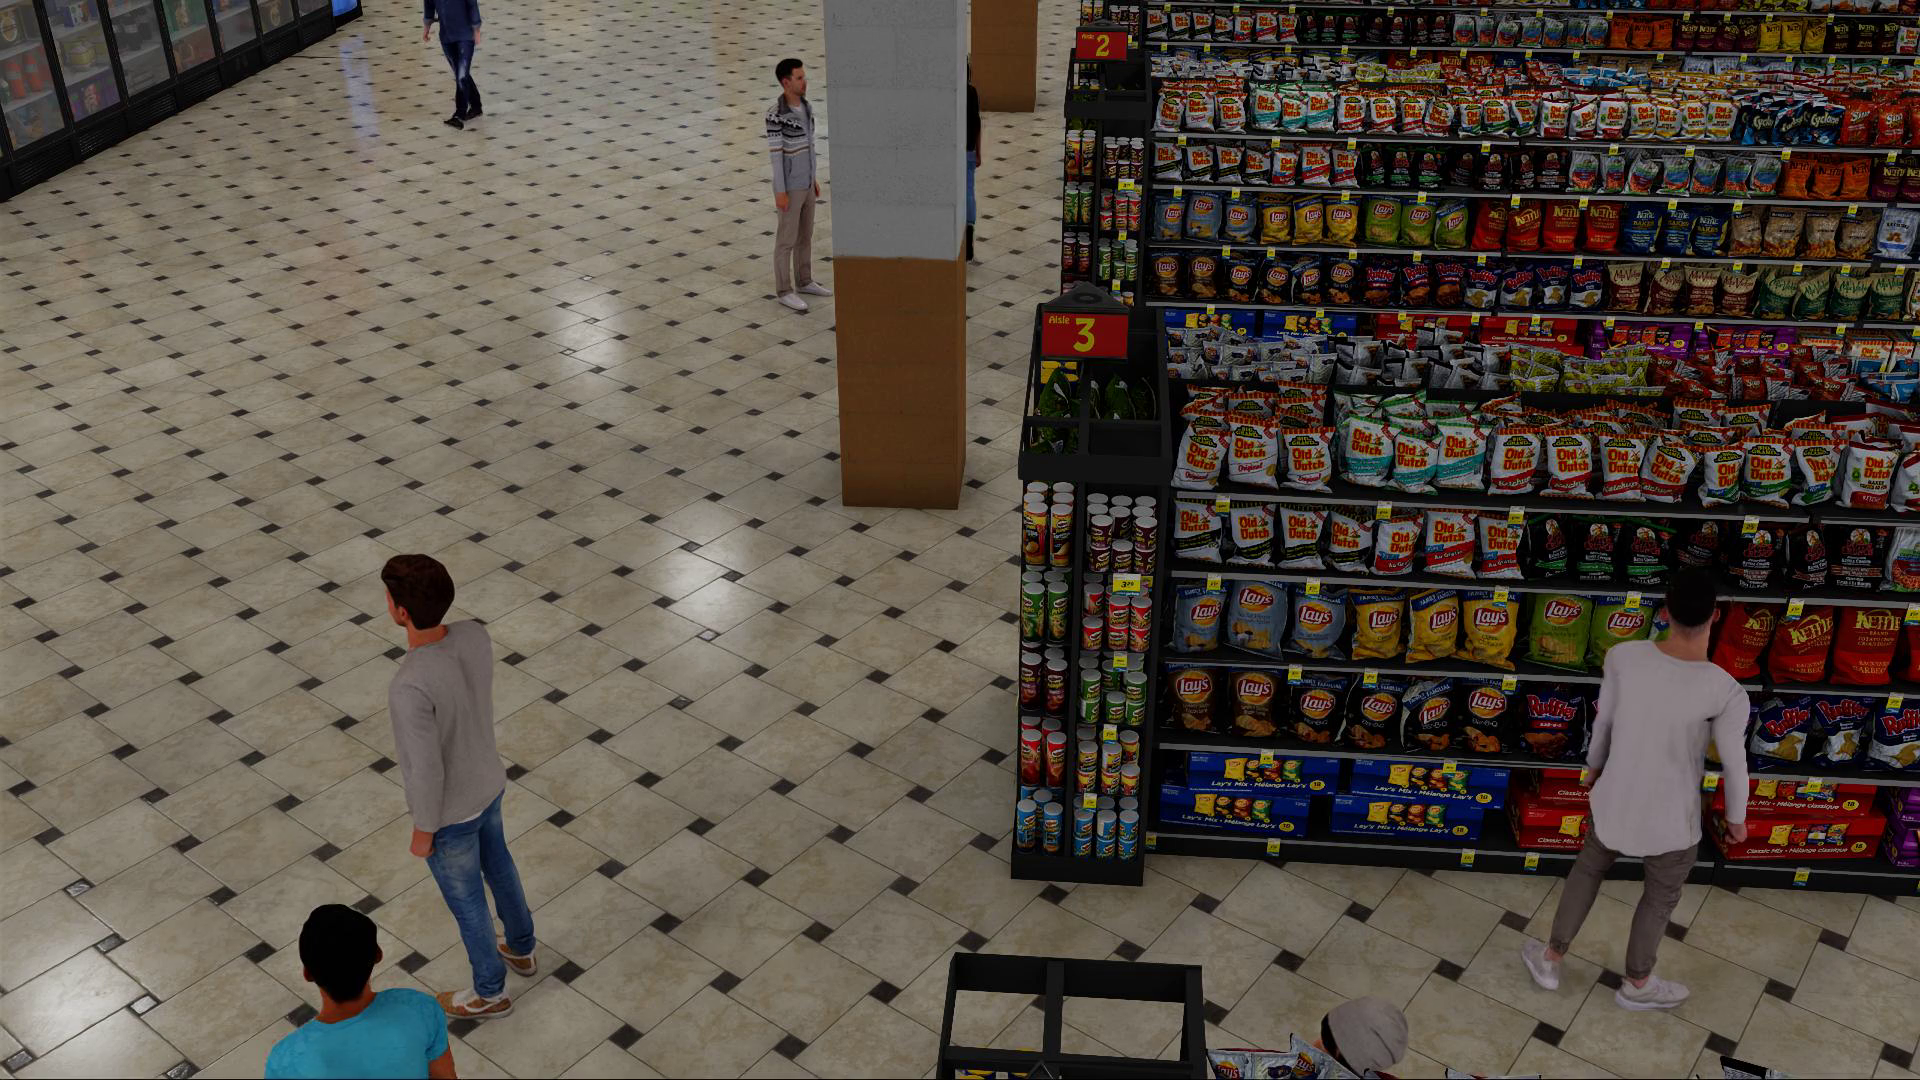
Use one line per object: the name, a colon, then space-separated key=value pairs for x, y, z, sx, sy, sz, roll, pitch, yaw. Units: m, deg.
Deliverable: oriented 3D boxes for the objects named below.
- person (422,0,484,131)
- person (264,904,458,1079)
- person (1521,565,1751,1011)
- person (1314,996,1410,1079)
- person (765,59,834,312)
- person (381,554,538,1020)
person: x=-5.184 y=-5.210 z=17.285 sx=1.151 sy=1.786 sz=1.010 roll=11 pitch=31 yaw=20
person: x=-1.522 y=1.777 z=4.516 sx=0.777 sy=1.757 sz=0.841 roll=-15 pitch=32 yaw=-25
person: x=2.497 y=0.937 z=5.986 sx=0.957 sy=1.823 sz=0.894 roll=-16 pitch=33 yaw=-27
person: x=0.993 y=1.856 z=4.488 sx=0.496 sy=1.645 sz=0.564 roll=2 pitch=29 yaw=3
person: x=-1.261 y=-2.720 z=12.642 sx=0.709 sy=1.865 sz=0.755 roll=13 pitch=31 yaw=23
person: x=-1.795 y=0.903 z=5.966 sx=0.623 sy=1.902 sz=0.711 roll=8 pitch=30 yaw=14
